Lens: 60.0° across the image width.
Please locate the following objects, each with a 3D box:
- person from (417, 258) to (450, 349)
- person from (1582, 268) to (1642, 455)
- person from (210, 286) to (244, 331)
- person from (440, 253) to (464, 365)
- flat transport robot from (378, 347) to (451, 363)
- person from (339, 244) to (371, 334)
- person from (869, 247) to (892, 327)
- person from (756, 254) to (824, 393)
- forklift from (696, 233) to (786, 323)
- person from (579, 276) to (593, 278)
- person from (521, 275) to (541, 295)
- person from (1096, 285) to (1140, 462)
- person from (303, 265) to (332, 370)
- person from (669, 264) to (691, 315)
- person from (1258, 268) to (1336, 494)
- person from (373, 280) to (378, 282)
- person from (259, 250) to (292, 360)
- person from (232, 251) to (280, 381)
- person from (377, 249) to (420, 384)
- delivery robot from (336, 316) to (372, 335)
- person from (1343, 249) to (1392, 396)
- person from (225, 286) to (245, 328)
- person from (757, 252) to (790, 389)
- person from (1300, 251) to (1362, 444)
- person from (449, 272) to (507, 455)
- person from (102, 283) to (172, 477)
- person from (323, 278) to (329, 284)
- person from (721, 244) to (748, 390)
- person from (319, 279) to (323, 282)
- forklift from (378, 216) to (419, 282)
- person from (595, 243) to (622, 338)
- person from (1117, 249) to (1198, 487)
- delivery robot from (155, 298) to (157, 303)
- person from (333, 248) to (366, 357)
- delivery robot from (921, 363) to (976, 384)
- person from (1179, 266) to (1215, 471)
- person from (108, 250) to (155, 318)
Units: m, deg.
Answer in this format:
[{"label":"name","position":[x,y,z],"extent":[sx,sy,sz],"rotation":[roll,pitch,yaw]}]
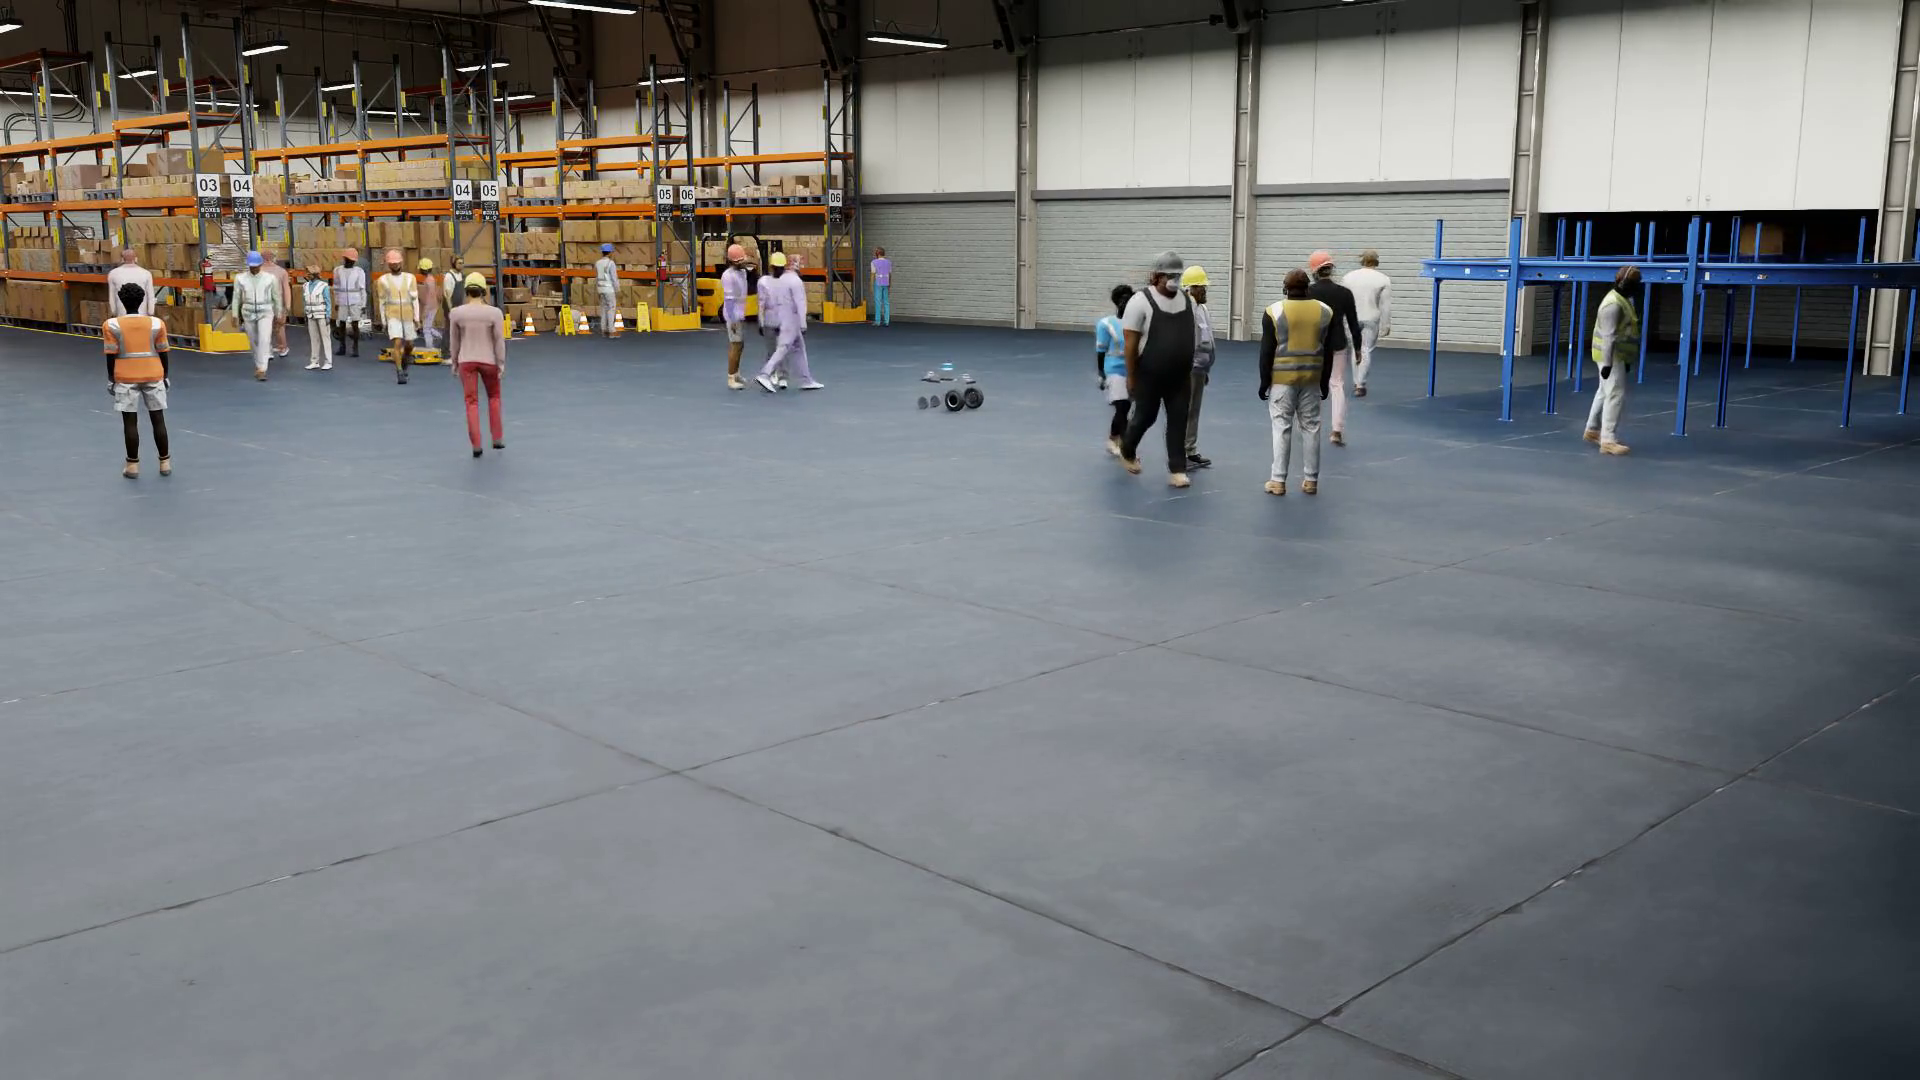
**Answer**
[{"label":"person","position":[-8.999,-3.924,28.268],"extent":[0.552,1.736,0.551],"rotation":[-3,11,-17]},{"label":"person","position":[6.461,-1.783,16.461],"extent":[0.527,1.797,0.788],"rotation":[5,12,27]},{"label":"person","position":[-16.083,-5.308,36.039],"extent":[0.808,1.662,0.562],"rotation":[0,10,2]},{"label":"person","position":[-8.208,-3.757,27.139],"extent":[0.739,1.807,0.531],"rotation":[2,11,10]},{"label":"flat transport robot","position":[-9.105,-3.115,27.959],"extent":[1.431,0.197,0.652],"rotation":[9,14,40]},{"label":"person","position":[-12.700,-5.242,34.920],"extent":[0.653,1.927,0.431],"rotation":[-9,14,-41]},{"label":"person","position":[-1.836,-5.893,38.706],"extent":[0.577,1.843,0.379],"rotation":[-9,13,-39]},{"label":"person","position":[-2.347,-2.967,22.689],"extent":[0.971,1.863,0.666],"rotation":[-4,11,-23]},{"label":"forklift","position":[-5.496,-6.489,41.108],"extent":[2.313,2.155,1.214],"rotation":[-10,14,-44]},{"label":"person","position":[-10.257,-7.120,45.694],"extent":[0.483,1.737,0.320],"rotation":[4,11,20]},{"label":"person","position":[-11.829,-7.212,45.896],"extent":[0.429,1.842,0.634],"rotation":[8,13,37]},{"label":"person","position":[1.538,-1.567,15.635],"extent":[0.542,1.653,0.866],"rotation":[-4,11,-22]},{"label":"person","position":[-10.142,-3.508,26.263],"extent":[0.515,1.636,0.314],"rotation":[4,11,22]},{"label":"person","position":[-7.105,-6.566,42.262],"extent":[0.584,1.882,0.348],"rotation":[0,10,1]},{"label":"person","position":[2.752,-1.305,13.694],"extent":[0.629,1.840,0.429],"rotation":[-2,11,-8]},{"label":"person","position":[-15.250,-6.729,43.153],"extent":[0.355,1.882,0.575],"rotation":[8,13,39]},{"label":"person","position":[-11.823,-4.039,28.561],"extent":[0.664,1.852,0.986],"rotation":[-3,11,-14]},{"label":"person","position":[-10.407,-3.331,24.616],"extent":[0.641,1.898,0.980],"rotation":[-3,11,-16]},{"label":"person","position":[-8.102,-3.235,24.009],"extent":[0.555,1.914,0.655],"rotation":[-6,12,-28]},{"label":"delivery robot","position":[-12.365,-4.400,33.923],"extent":[0.707,0.478,0.477],"rotation":[5,12,23]},{"label":"person","position":[5.446,-2.902,22.183],"extent":[0.663,1.914,0.783],"rotation":[6,12,30]},{"label":"person","position":[-16.736,-5.811,38.207],"extent":[0.599,1.872,1.016],"rotation":[-10,14,-43]},{"label":"person","position":[-2.542,-3.086,23.279],"extent":[0.585,1.894,0.877],"rotation":[-2,11,-10]},{"label":"person","position":[3.764,-1.969,17.095],"extent":[0.726,1.973,0.822],"rotation":[0,10,-1]},{"label":"person","position":[-4.686,-1.723,16.218],"extent":[0.541,1.744,0.678],"rotation":[-2,11,-9]},{"label":"person","position":[-7.236,-1.410,14.653],"extent":[0.541,1.696,0.315],"rotation":[-8,13,-37]},{"label":"person","position":[-16.910,-6.859,44.601],"extent":[0.640,1.615,0.503],"rotation":[5,12,25]},{"label":"person","position":[-3.057,-3.090,23.050],"extent":[0.413,1.988,0.842],"rotation":[2,11,11]},{"label":"person","position":[-17.795,-7.485,46.844],"extent":[0.614,2.038,0.396],"rotation":[-6,12,-29]},{"label":"forklift","position":[-17.868,-9.201,54.028],"extent":[1.873,2.768,1.129],"rotation":[-10,14,-44]},{"label":"person","position":[-7.281,-5.155,34.392],"extent":[0.401,1.948,0.609],"rotation":[-10,15,-44]},{"label":"person","position":[1.673,-1.488,14.256],"extent":[0.697,2.000,0.836],"rotation":[-4,11,-21]},{"label":"delivery robot","position":[-22.153,-6.450,45.114],"extent":[0.477,0.478,0.707],"rotation":[4,11,19]},{"label":"person","position":[-10.637,-4.144,29.025],"extent":[0.569,1.890,0.525],"rotation":[-1,10,-7]},{"label":"delivery robot","position":[-0.139,-2.049,20.394],"extent":[0.698,0.223,0.335],"rotation":[7,13,33]},{"label":"person","position":[2.112,-1.566,15.134],"extent":[0.404,1.832,0.599],"rotation":[6,12,31]},{"label":"person","position":[-12.964,-3.595,26.076],"extent":[0.661,1.882,0.763],"rotation":[-4,11,-22]}]
